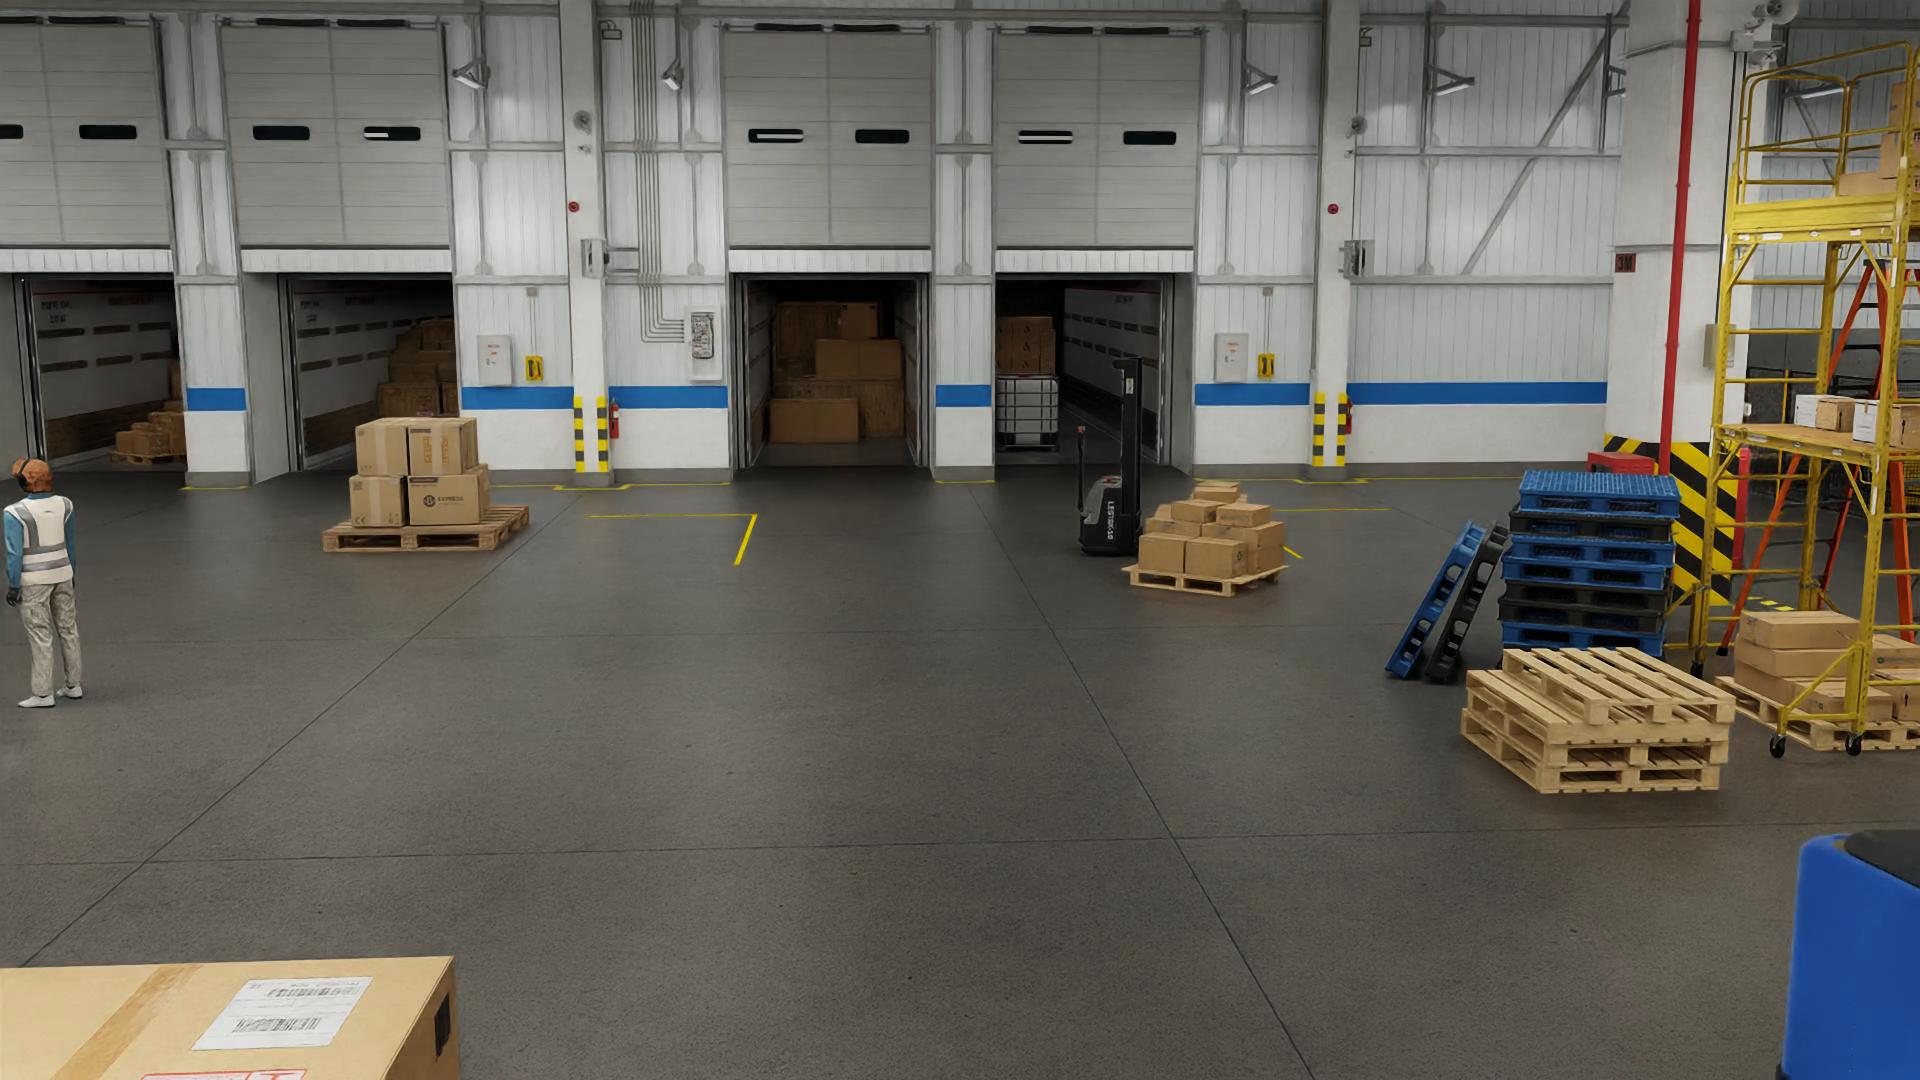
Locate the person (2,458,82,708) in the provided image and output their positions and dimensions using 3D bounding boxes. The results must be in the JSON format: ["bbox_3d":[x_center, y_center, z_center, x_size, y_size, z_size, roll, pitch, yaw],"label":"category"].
[{"bbox_3d":[-5.993,0.279,10.876,0.309,1.641,0.514,3,10,18],"label":"person"}]

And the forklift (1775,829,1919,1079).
[{"bbox_3d":[3.242,0.705,4.319,1.129,2.768,1.873,-2,9,-10],"label":"forklift"}]

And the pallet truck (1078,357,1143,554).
[{"bbox_3d":[2.088,-0.836,16.757,1.885,1.965,0.823,2,9,13],"label":"pallet truck"}]
